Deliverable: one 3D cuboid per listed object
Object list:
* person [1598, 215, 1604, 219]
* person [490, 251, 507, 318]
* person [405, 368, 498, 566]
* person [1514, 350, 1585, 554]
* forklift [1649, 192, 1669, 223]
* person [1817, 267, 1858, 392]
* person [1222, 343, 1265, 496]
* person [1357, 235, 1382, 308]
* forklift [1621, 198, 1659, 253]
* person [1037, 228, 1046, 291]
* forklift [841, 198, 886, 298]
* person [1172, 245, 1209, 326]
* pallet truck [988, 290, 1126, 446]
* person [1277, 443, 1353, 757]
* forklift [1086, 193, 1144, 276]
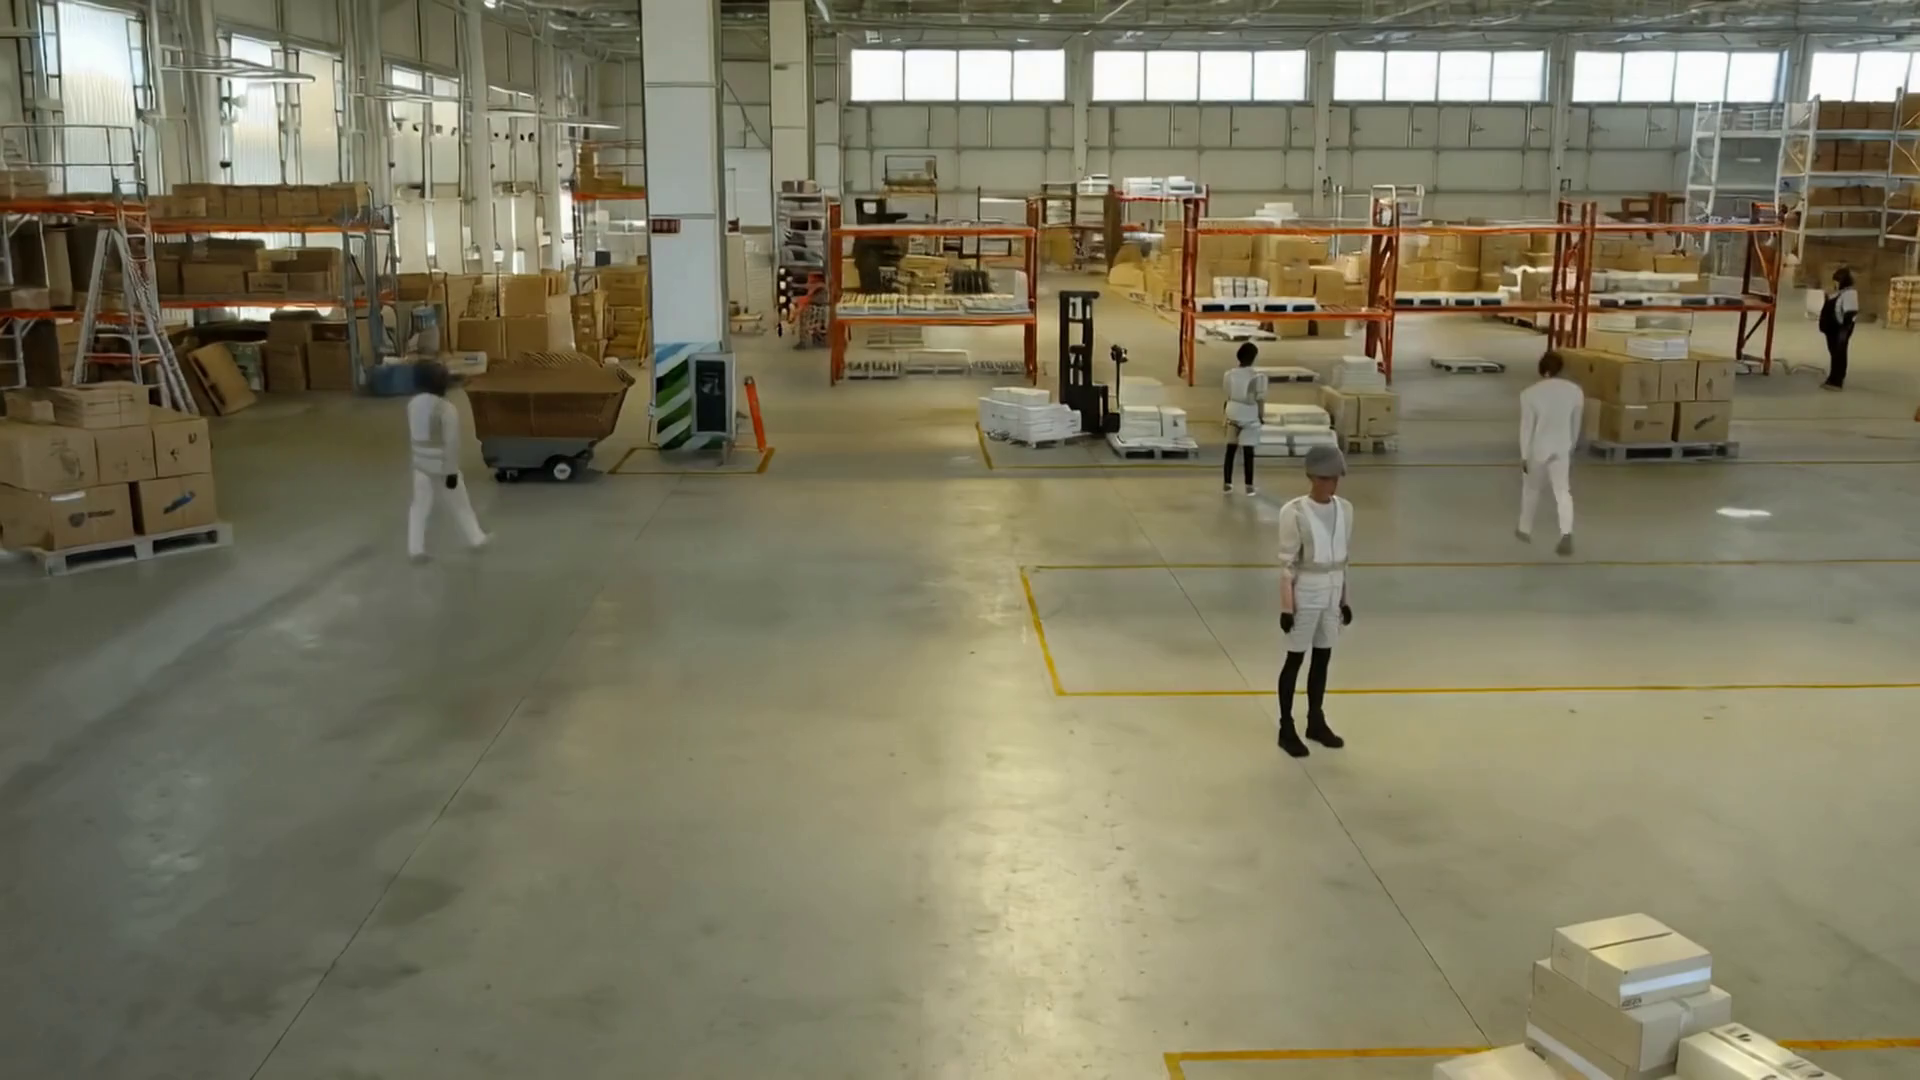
[{"bbox_3d":[24.498,-11.484,63.802,0.549,1.910,0.901,5,13,20],"label":"person"},{"bbox_3d":[-11.354,-6.264,40.854,0.320,1.632,0.525,-12,17,-43],"label":"person"},{"bbox_3d":[-4.758,-0.695,15.326,0.654,1.789,0.945,8,15,31],"label":"person"},{"bbox_3d":[5.595,-0.840,15.754,0.624,1.908,0.974,0,12,0],"label":"person"},{"bbox_3d":[25.213,-11.204,60.307,1.873,2.768,1.129,0,12,-1],"label":"forklift"},{"bbox_3d":[14.311,-3.439,27.159,0.536,2.000,0.676,4,13,17],"label":"person"},{"bbox_3d":[3.152,-1.343,18.505,0.535,1.691,0.321,11,16,40],"label":"person"},{"bbox_3d":[10.551,-6.881,42.934,0.627,1.941,0.371,-4,13,-19],"label":"person"},{"bbox_3d":[19.145,-8.277,47.091,1.129,2.768,1.873,0,12,-2],"label":"forklift"},{"bbox_3d":[2.382,-8.477,50.269,0.383,1.901,0.791,-1,13,-6],"label":"person"},{"bbox_3d":[-2.541,-8.292,47.160,1.129,2.768,1.873,-12,17,-42],"label":"forklift"},{"bbox_3d":[5.494,-5.960,38.966,1.022,1.858,0.651,5,13,21],"label":"person"},{"bbox_3d":[1.257,-2.299,22.111,1.885,1.965,0.823,-9,15,-35],"label":"pallet truck"},{"bbox_3d":[2.194,0.362,10.234,0.543,1.939,0.356,-7,14,-29],"label":"person"},{"bbox_3d":[5.328,-10.453,56.915,1.873,2.768,1.129,0,12,-2],"label":"forklift"}]
